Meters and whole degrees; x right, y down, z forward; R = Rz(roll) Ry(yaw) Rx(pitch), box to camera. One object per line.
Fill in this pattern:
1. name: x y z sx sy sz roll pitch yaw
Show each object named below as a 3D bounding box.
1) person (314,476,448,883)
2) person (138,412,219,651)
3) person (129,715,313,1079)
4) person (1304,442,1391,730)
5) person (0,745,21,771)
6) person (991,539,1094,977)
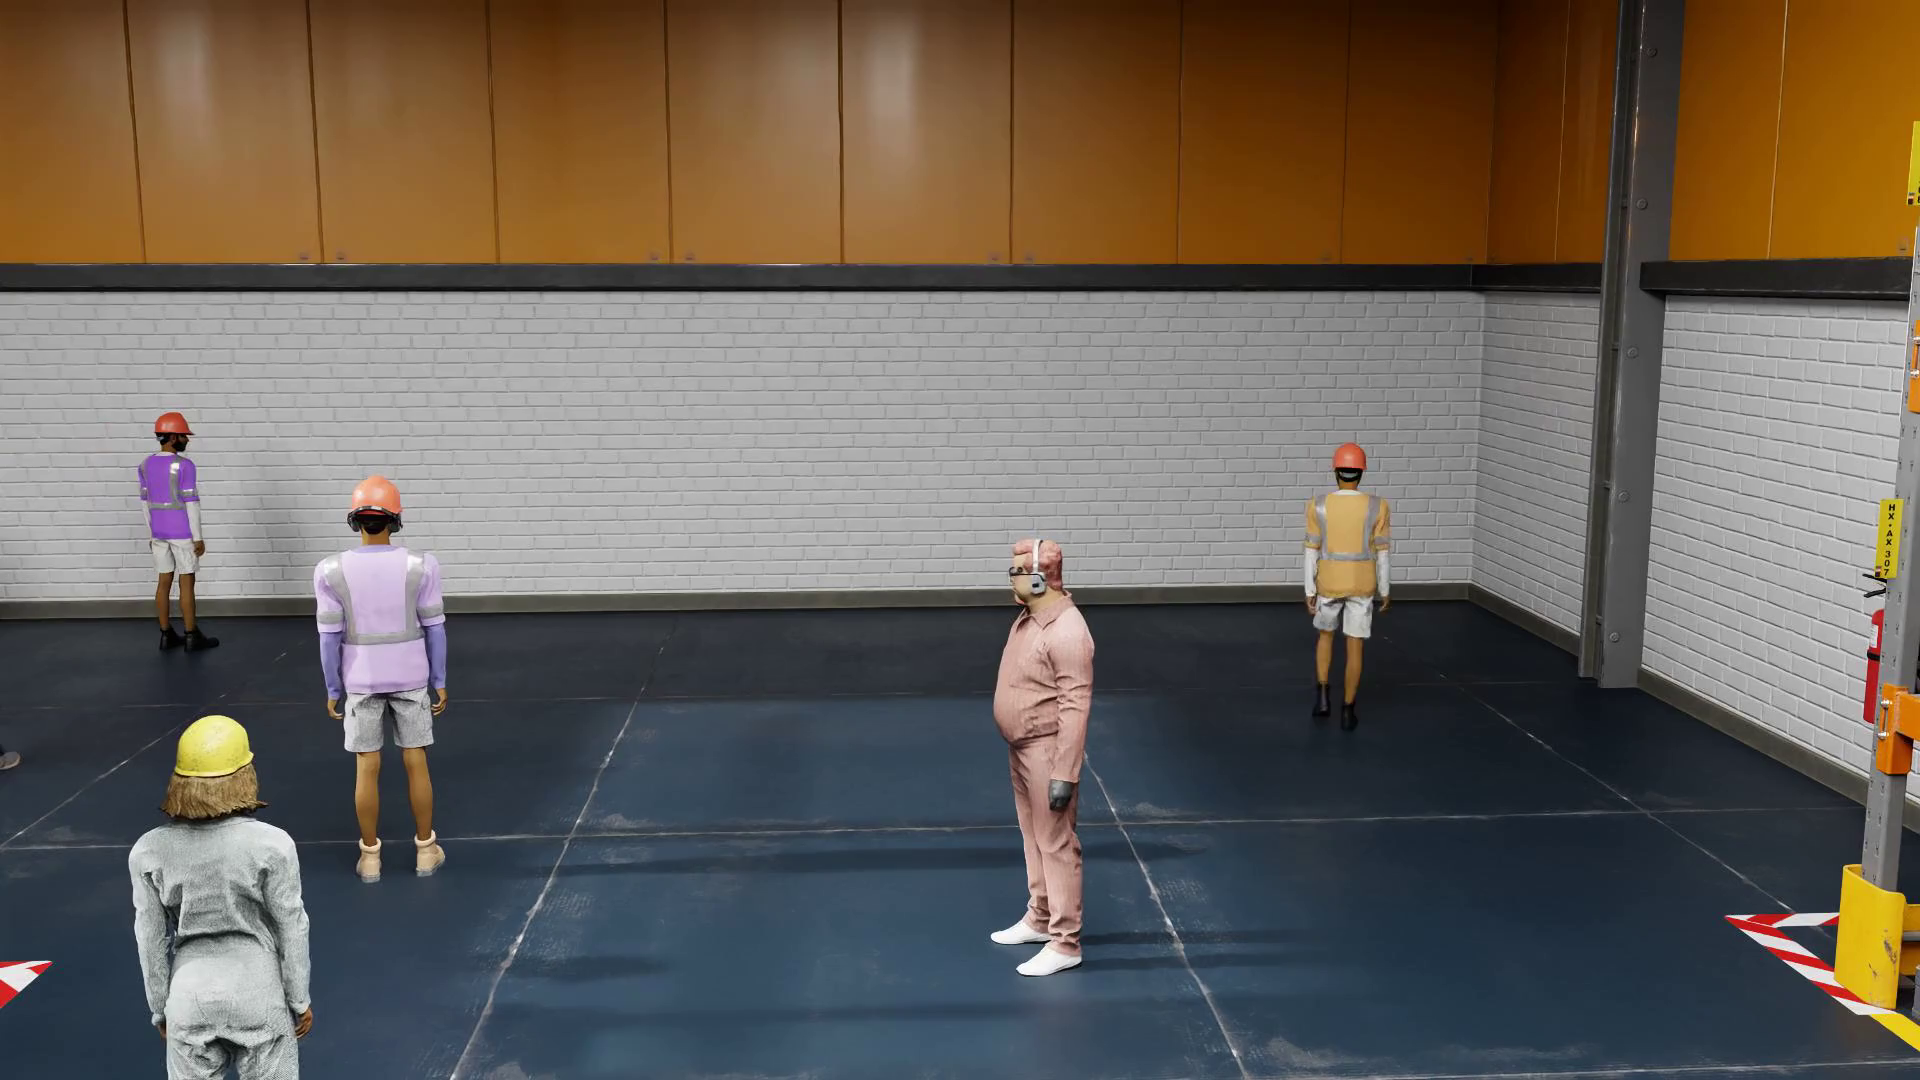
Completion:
1. person: -2.881 0.697 8.336 0.606 2.044 0.373 -3 9 -16
2. person: -6.338 -0.064 13.455 0.546 1.934 0.376 3 10 21
3. person: -2.189 1.378 4.994 0.487 1.744 0.294 -1 9 -6
4. person: 2.598 0.311 11.162 0.567 1.921 0.465 3 10 20
5. person: -6.071 0.520 9.743 0.607 1.953 0.988 2 9 10
6. person: 0.342 0.935 7.269 0.403 1.904 0.651 -2 9 -15
